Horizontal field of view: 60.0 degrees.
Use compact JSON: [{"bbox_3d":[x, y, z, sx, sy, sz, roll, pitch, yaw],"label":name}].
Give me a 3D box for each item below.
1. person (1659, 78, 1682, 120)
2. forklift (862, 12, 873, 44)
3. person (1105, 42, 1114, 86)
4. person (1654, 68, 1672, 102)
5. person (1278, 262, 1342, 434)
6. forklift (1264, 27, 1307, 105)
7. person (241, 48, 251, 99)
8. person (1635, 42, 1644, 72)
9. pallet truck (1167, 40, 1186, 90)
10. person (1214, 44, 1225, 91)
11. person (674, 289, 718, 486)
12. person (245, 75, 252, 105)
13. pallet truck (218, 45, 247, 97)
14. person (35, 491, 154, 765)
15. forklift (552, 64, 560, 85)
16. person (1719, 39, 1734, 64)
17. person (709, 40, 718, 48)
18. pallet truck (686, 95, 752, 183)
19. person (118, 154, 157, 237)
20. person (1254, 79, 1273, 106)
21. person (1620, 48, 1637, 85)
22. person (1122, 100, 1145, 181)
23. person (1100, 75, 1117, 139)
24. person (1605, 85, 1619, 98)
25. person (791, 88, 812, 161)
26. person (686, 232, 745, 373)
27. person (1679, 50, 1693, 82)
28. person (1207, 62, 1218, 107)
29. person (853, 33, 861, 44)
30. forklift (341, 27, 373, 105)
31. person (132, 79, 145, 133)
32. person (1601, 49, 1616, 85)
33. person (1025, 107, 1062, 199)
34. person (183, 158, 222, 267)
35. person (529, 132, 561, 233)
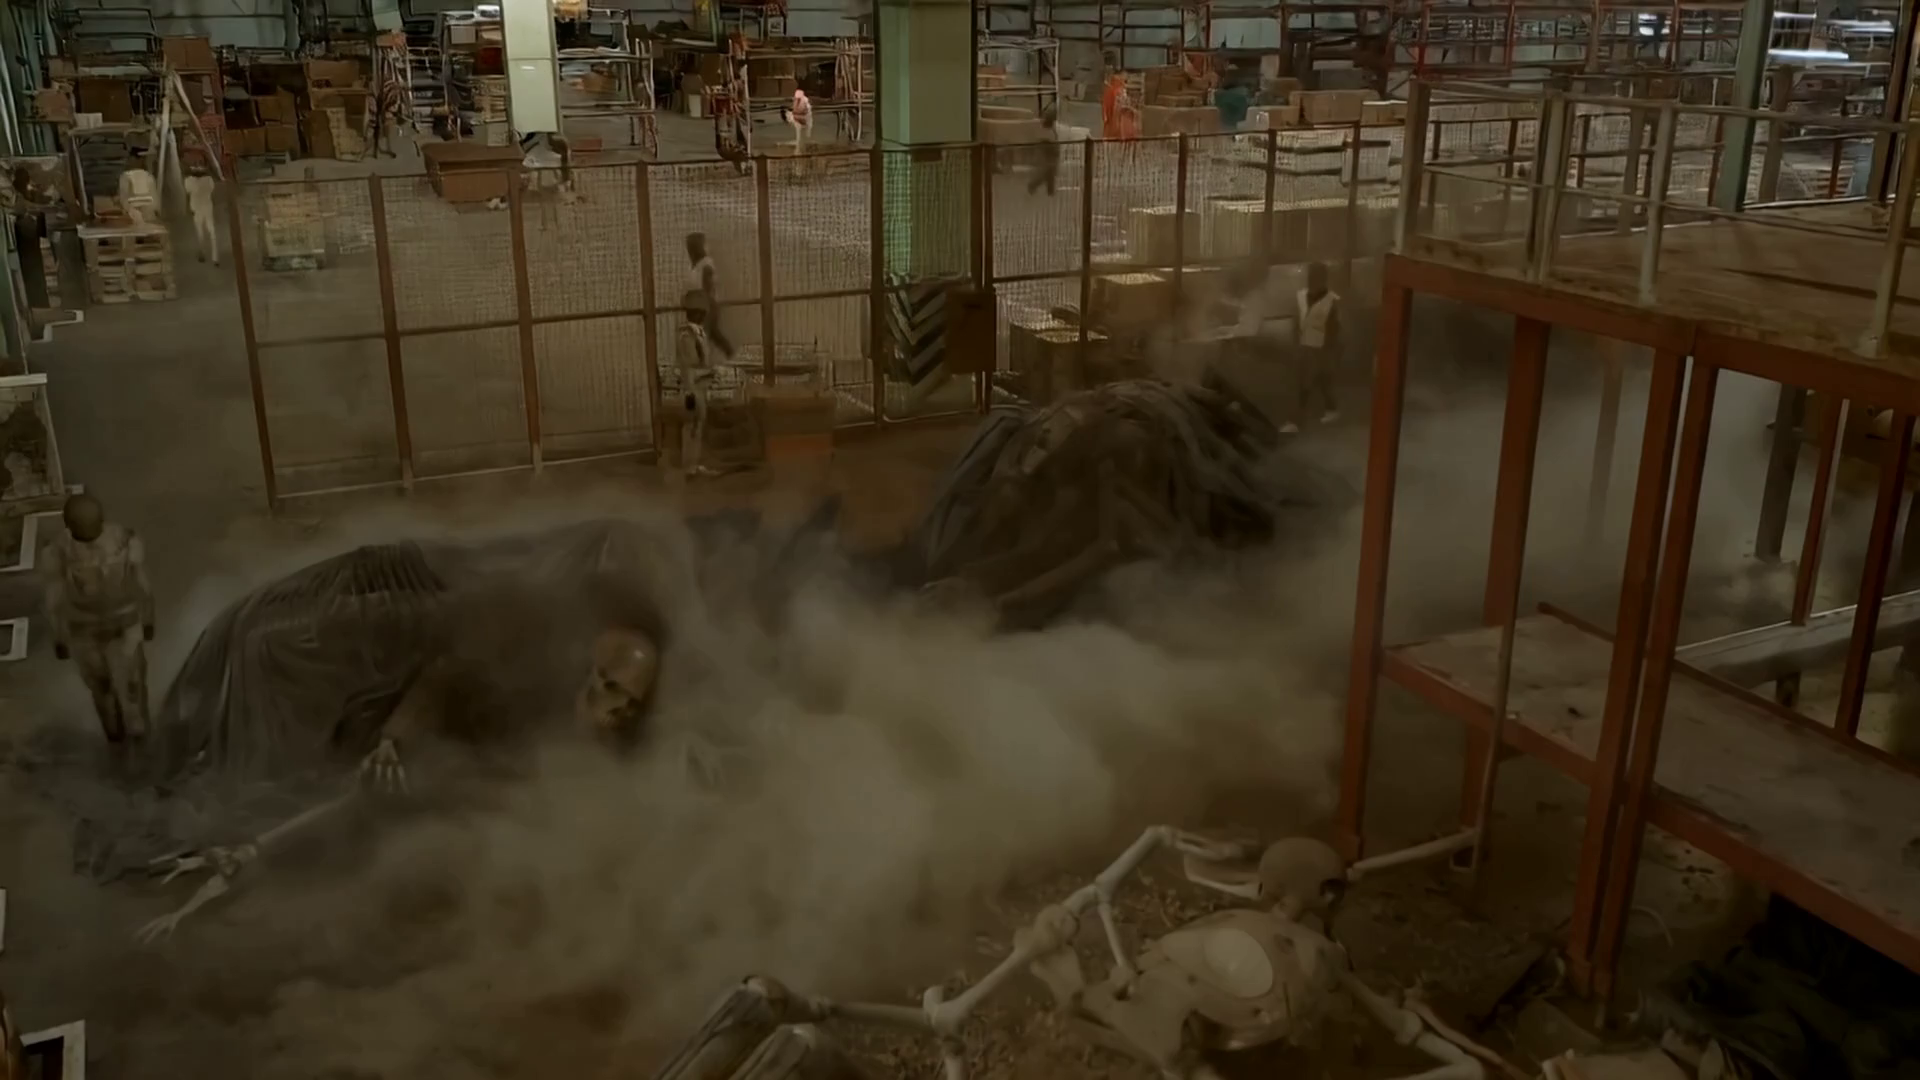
[{"bbox_3d":[24.000,-14.941,55.934,0.852,1.579,0.514,3,19,8],"label":"person"},{"bbox_3d":[-4.396,-24.202,80.828,1.873,2.768,1.129,-9,21,-25],"label":"forklift"},{"bbox_3d":[6.234,-19.778,69.431,0.379,1.932,0.551,7,20,19],"label":"person"},{"bbox_3d":[23.342,-14.735,55.124,0.893,1.716,0.552,-12,22,-30],"label":"person"},{"bbox_3d":[3.956,-2.160,18.450,0.991,1.880,0.609,-13,23,-33],"label":"person"},{"bbox_3d":[12.114,-17.168,60.437,1.873,2.768,1.129,-9,21,-25],"label":"forklift"},{"bbox_3d":[-27.851,-18.255,65.030,0.382,1.926,0.600,-4,20,-13],"label":"person"},{"bbox_3d":[28.111,-19.670,68.965,0.404,2.035,0.609,9,21,25],"label":"person"},{"bbox_3d":[9.045,-19.971,69.895,0.823,1.965,1.885,-3,19,-8],"label":"pallet truck"},{"bbox_3d":[10.649,-19.509,68.680,0.671,1.915,0.641,-8,21,-21],"label":"person"},{"bbox_3d":[-2.629,-1.524,16.504,0.402,1.944,0.605,2,19,4],"label":"person"},{"bbox_3d":[-24.337,-15.480,57.334,0.554,1.682,0.368,-4,19,-11],"label":"person"},{"bbox_3d":[-28.879,-18.665,66.111,0.823,1.965,1.885,-3,19,-9],"label":"pallet truck"},{"bbox_3d":[-5.476,0.567,10.615,0.638,1.825,0.452,-8,21,-23],"label":"person"},{"bbox_3d":[-18.281,-20.877,71.189,1.129,2.768,1.873,14,23,34],"label":"forklift"},{"bbox_3d":[37.159,-23.612,80.703,0.443,1.826,0.634,-7,20,-20],"label":"person"},{"bbox_3d":[-10.865,-21.074,73.275,0.628,1.897,1.034,-10,22,-27],"label":"person"},{"bbox_3d":[-5.836,-9.608,39.856,0.823,1.965,1.885,10,22,27],"label":"pallet truck"},{"bbox_3d":[-14.390,-5.846,29.220,0.678,1.818,0.624,15,24,36],"label":"person"},{"bbox_3d":[8.503,-11.972,46.824,0.723,1.932,0.392,-10,21,-27],"label":"person"},{"bbox_3d":[28.740,-20.258,71.252,0.546,1.651,0.883,-9,21,-24],"label":"person"},{"bbox_3d":[4.161,-9.618,40.049,0.549,1.883,0.985,0,19,1],"label":"person"},{"bbox_3d":[4.441,-12.940,49.731,0.513,1.859,0.321,14,23,34],"label":"person"},{"bbox_3d":[19.314,-12.718,49.468,0.526,1.603,0.837,-8,21,-22],"label":"person"},{"bbox_3d":[-4.209,-11.026,44.141,0.576,1.882,0.355,2,19,7],"label":"person"},{"bbox_3d":[-3.121,-2.850,20.465,0.975,1.879,0.607,-9,21,-25],"label":"person"},{"bbox_3d":[30.593,-19.882,70.230,0.526,1.589,0.818,-6,20,-17],"label":"person"},{"bbox_3d":[9.065,-16.300,59.708,0.317,1.695,0.540,16,25,39],"label":"person"},{"bbox_3d":[-4.889,-23.103,79.076,1.043,1.945,0.615,-1,19,-3],"label":"person"},{"bbox_3d":[-22.274,-17.347,60.956,1.873,2.768,1.129,-9,21,-25],"label":"forklift"},{"bbox_3d":[-25.378,-13.402,51.414,0.523,1.632,0.313,5,20,15],"label":"person"},{"bbox_3d":[27.129,-19.655,69.507,0.888,1.636,0.528,-15,24,-37],"label":"person"},{"bbox_3d":[1.873,-8.523,36.645,0.735,2.000,0.683,5,20,13],"label":"person"},{"bbox_3d":[-13.073,-5.658,28.663,0.514,1.833,0.920,-12,22,-31],"label":"person"},{"bbox_3d":[-8.000,-6.909,32.161,0.581,1.919,0.397,-7,20,-19],"label":"person"}]
